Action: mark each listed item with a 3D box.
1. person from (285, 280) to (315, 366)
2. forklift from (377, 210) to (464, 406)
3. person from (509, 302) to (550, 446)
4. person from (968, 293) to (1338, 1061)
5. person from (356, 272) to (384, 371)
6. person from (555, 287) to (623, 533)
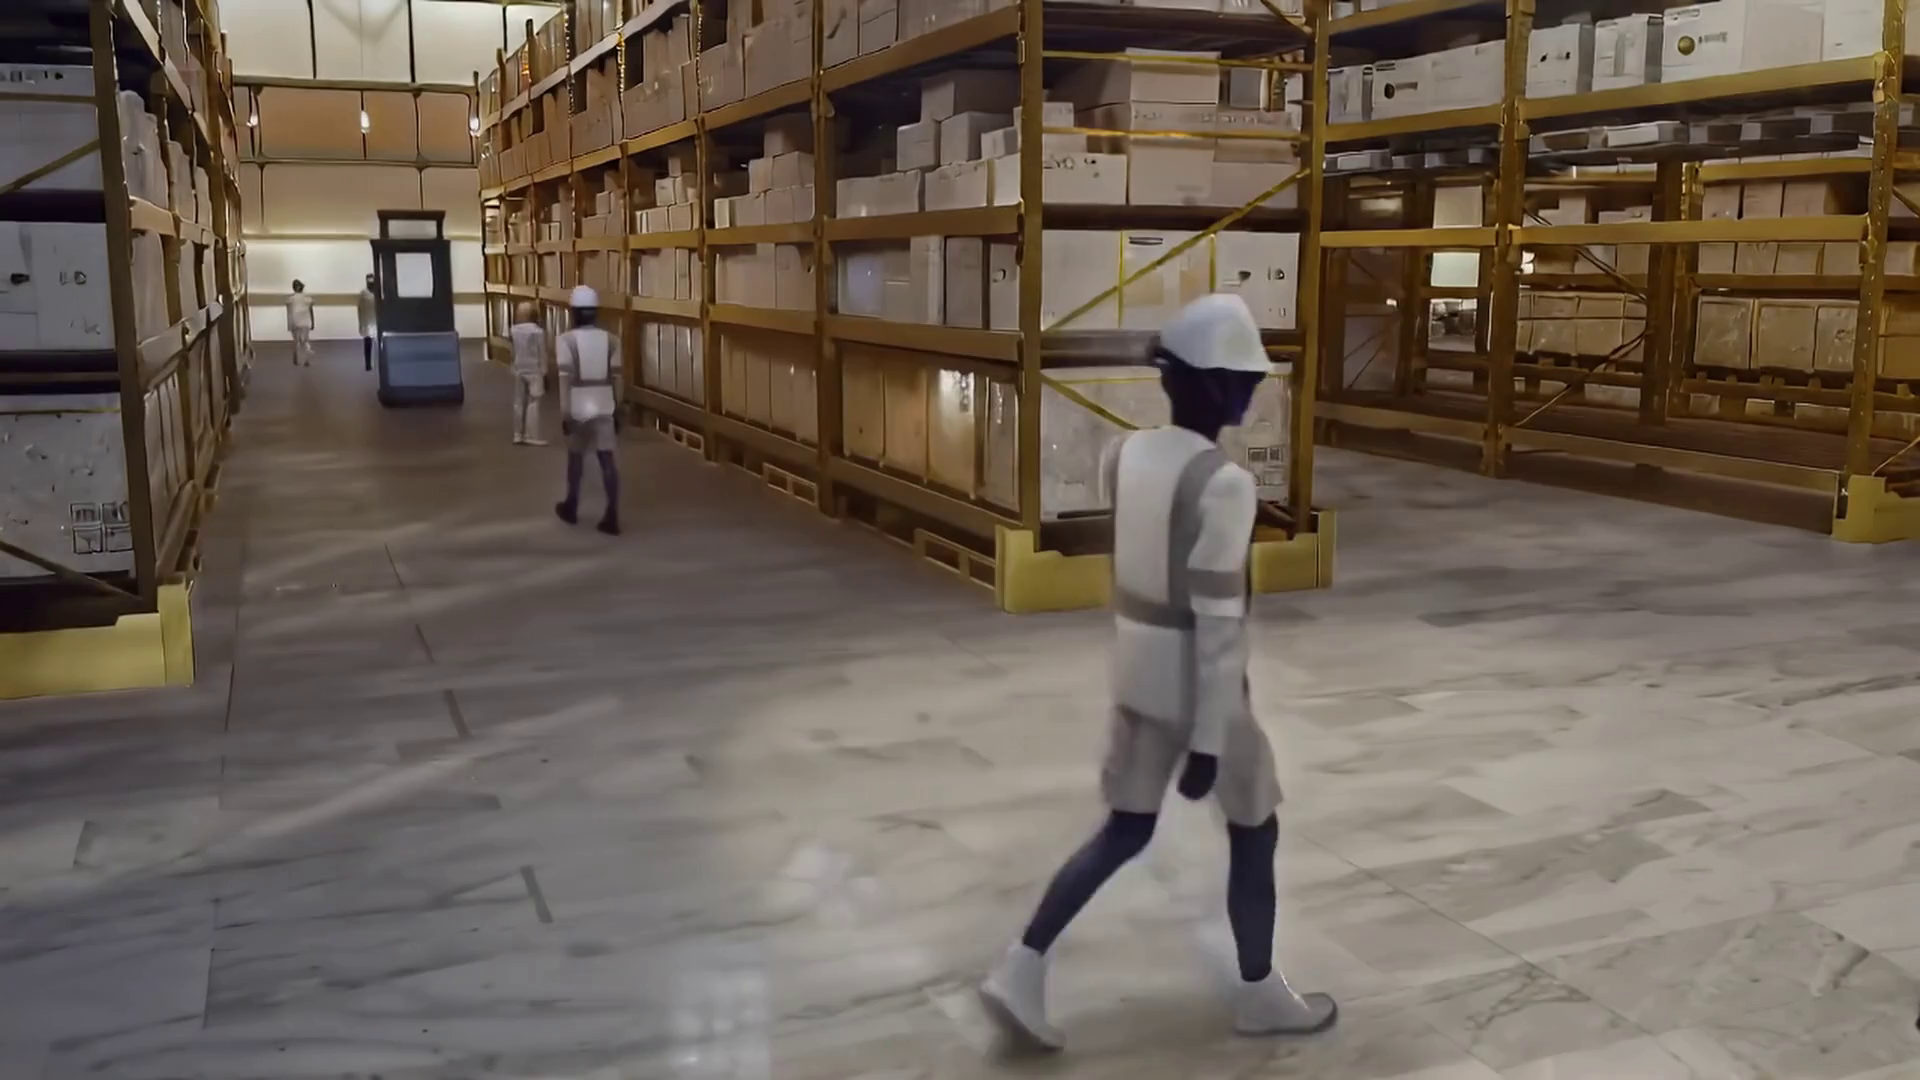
[{"bbox_3d":[-13.327,-4.381,33.610,0.569,1.703,0.901,-5,11,-26],"label":"person"},{"bbox_3d":[-7.963,-3.420,24.348,1.129,2.768,1.873,-4,10,-22],"label":"forklift"},{"bbox_3d":[-4.889,-1.875,18.842,0.514,1.630,0.315,4,10,25],"label":"person"},{"bbox_3d":[0.514,0.374,4.261,0.993,2.008,0.611,-5,11,-26],"label":"person"},{"bbox_3d":[-11.362,-4.236,32.178,0.546,1.912,0.748,-2,10,-12],"label":"person"},{"bbox_3d":[-2.888,-1.016,12.933,0.571,1.879,1.008,-6,11,-34],"label":"person"}]
